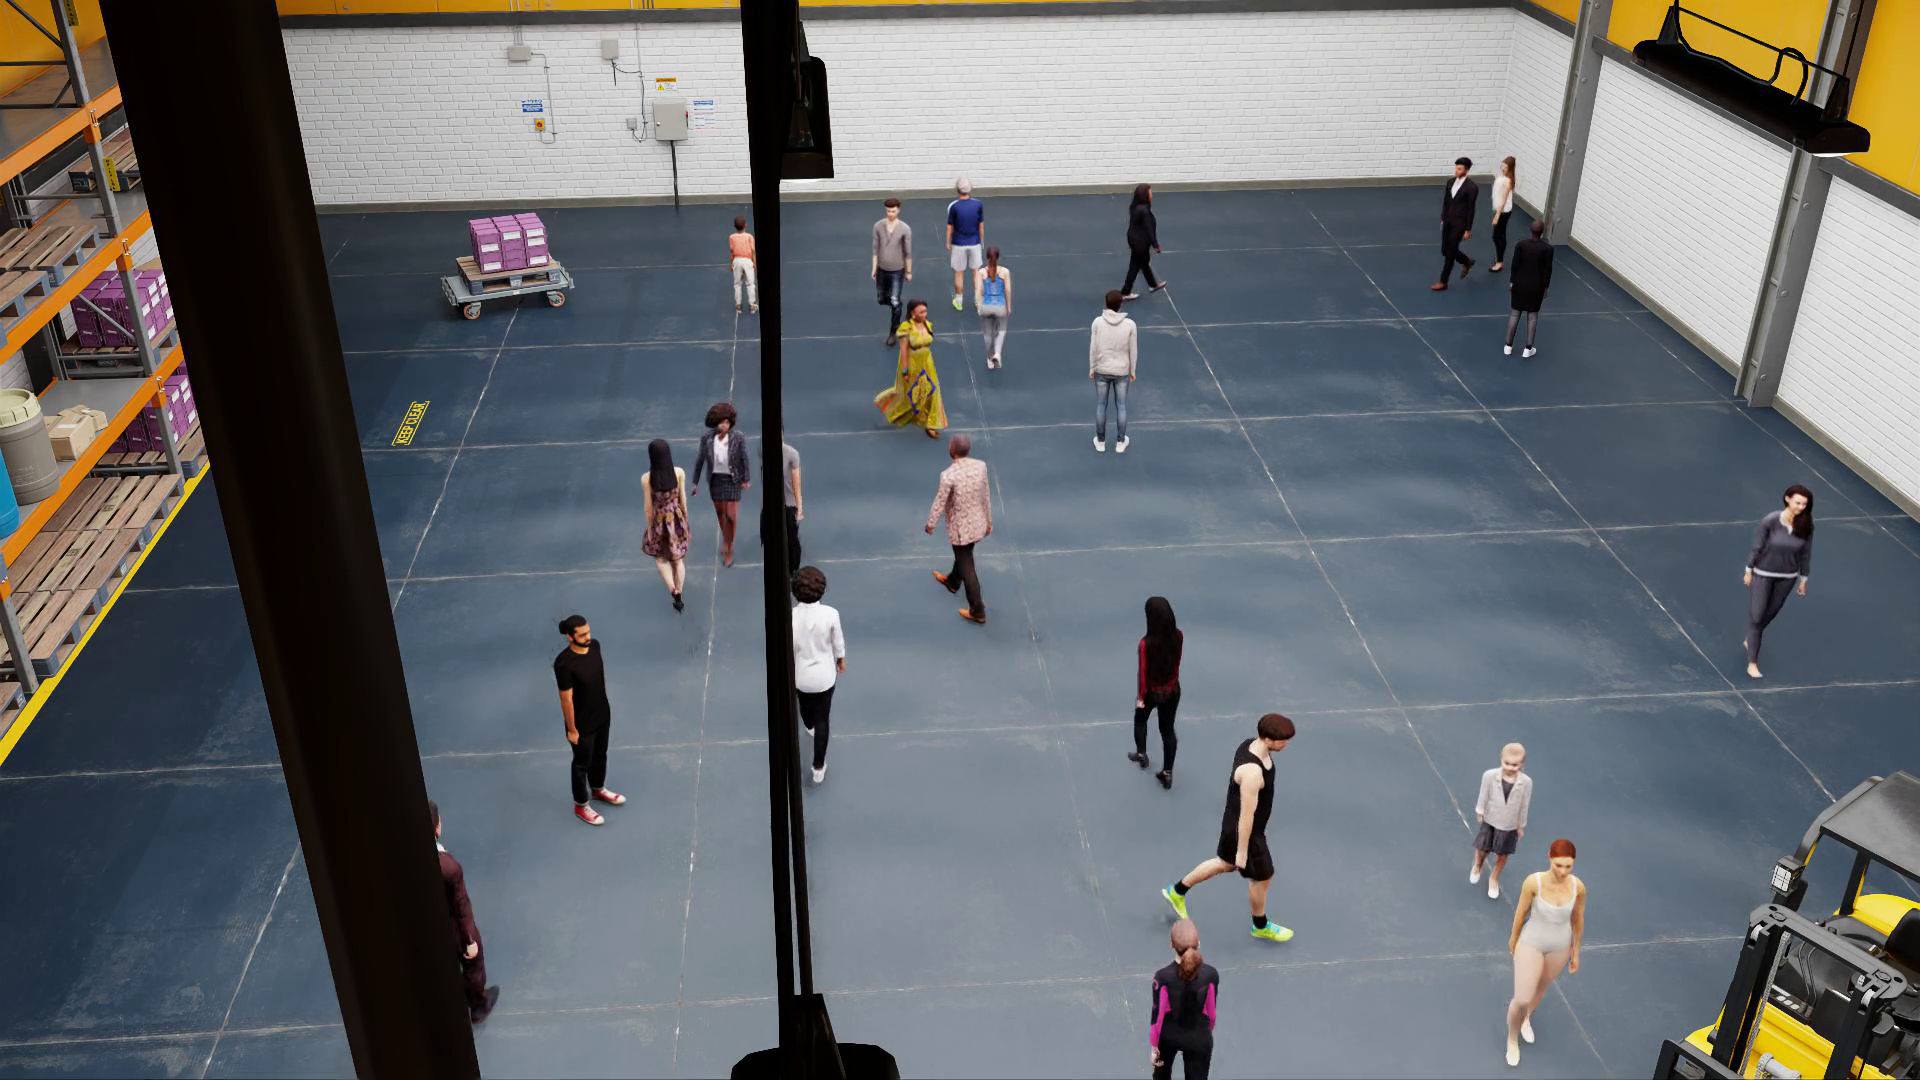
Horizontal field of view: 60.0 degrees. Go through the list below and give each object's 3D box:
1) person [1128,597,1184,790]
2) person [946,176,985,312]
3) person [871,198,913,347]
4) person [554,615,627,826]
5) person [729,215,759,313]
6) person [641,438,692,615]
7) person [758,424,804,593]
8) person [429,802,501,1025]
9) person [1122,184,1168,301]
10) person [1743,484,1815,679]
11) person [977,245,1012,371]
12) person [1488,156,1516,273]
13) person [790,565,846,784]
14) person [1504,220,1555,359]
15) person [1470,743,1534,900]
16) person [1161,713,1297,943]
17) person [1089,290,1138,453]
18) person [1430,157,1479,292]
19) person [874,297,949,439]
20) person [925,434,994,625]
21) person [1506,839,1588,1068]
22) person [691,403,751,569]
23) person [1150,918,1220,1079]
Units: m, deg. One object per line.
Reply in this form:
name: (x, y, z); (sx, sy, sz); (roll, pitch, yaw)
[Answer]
person: (1.607, 1.229, 12.948); (0.774, 1.635, 0.868); (-14, 32, -25)
person: (0.084, -3.955, 22.244); (0.692, 1.834, 0.647); (-6, 29, -11)
person: (-0.864, -3.493, 21.345); (0.920, 1.884, 1.120); (8, 30, 14)
person: (-2.842, 1.327, 12.641); (0.769, 1.757, 0.645); (12, 31, 21)
person: (-2.921, -3.712, 22.351); (0.509, 1.304, 0.510); (2, 29, 3)
person: (-2.641, -0.061, 15.186); (0.760, 1.758, 0.891); (-10, 30, -18)
person: (-1.655, -0.377, 15.781); (0.772, 1.742, 0.850); (9, 30, 15)
person: (-3.282, 2.487, 10.423); (0.931, 1.845, 1.228); (6, 29, 11)
person: (2.379, -4.016, 22.613); (0.791, 1.587, 0.932); (-7, 29, -13)
person: (7.105, 0.285, 14.566); (0.719, 1.743, 0.963); (2, 29, 4)
person: (0.416, -2.814, 20.395); (0.588, 1.602, 0.774); (-1, 29, -2)
person: (7.766, -4.686, 23.738); (0.870, 1.687, 0.630); (13, 31, 23)
person: (-1.142, 1.088, 13.084); (0.651, 1.752, 1.122); (-2, 29, -3)
person: (7.131, -3.166, 20.873); (0.730, 1.761, 0.747); (15, 32, 25)
person: (3.898, 1.976, 11.961); (0.591, 1.268, 0.638); (8, 30, 15)
person: (1.858, 1.959, 11.392); (0.988, 1.844, 1.181); (4, 29, 7)
person: (1.677, -1.871, 18.406); (0.706, 1.850, 0.613); (2, 29, 3)
person: (6.933, -4.375, 22.988); (1.018, 1.859, 1.075); (-15, 32, -25)
person: (-0.559, -1.957, 18.790); (1.079, 1.633, 1.177); (-25, 37, -38)
person: (0.105, -0.066, 15.179); (1.201, 1.771, 1.107); (24, 37, 37)
person: (3.700, 2.521, 10.585); (0.582, 1.630, 0.713); (0, 29, 1)
person: (-2.273, -0.587, 16.238); (0.797, 1.672, 0.832); (7, 29, 13)
person: (1.310, 2.963, 9.677); (0.652, 1.723, 1.123); (1, 29, 2)
